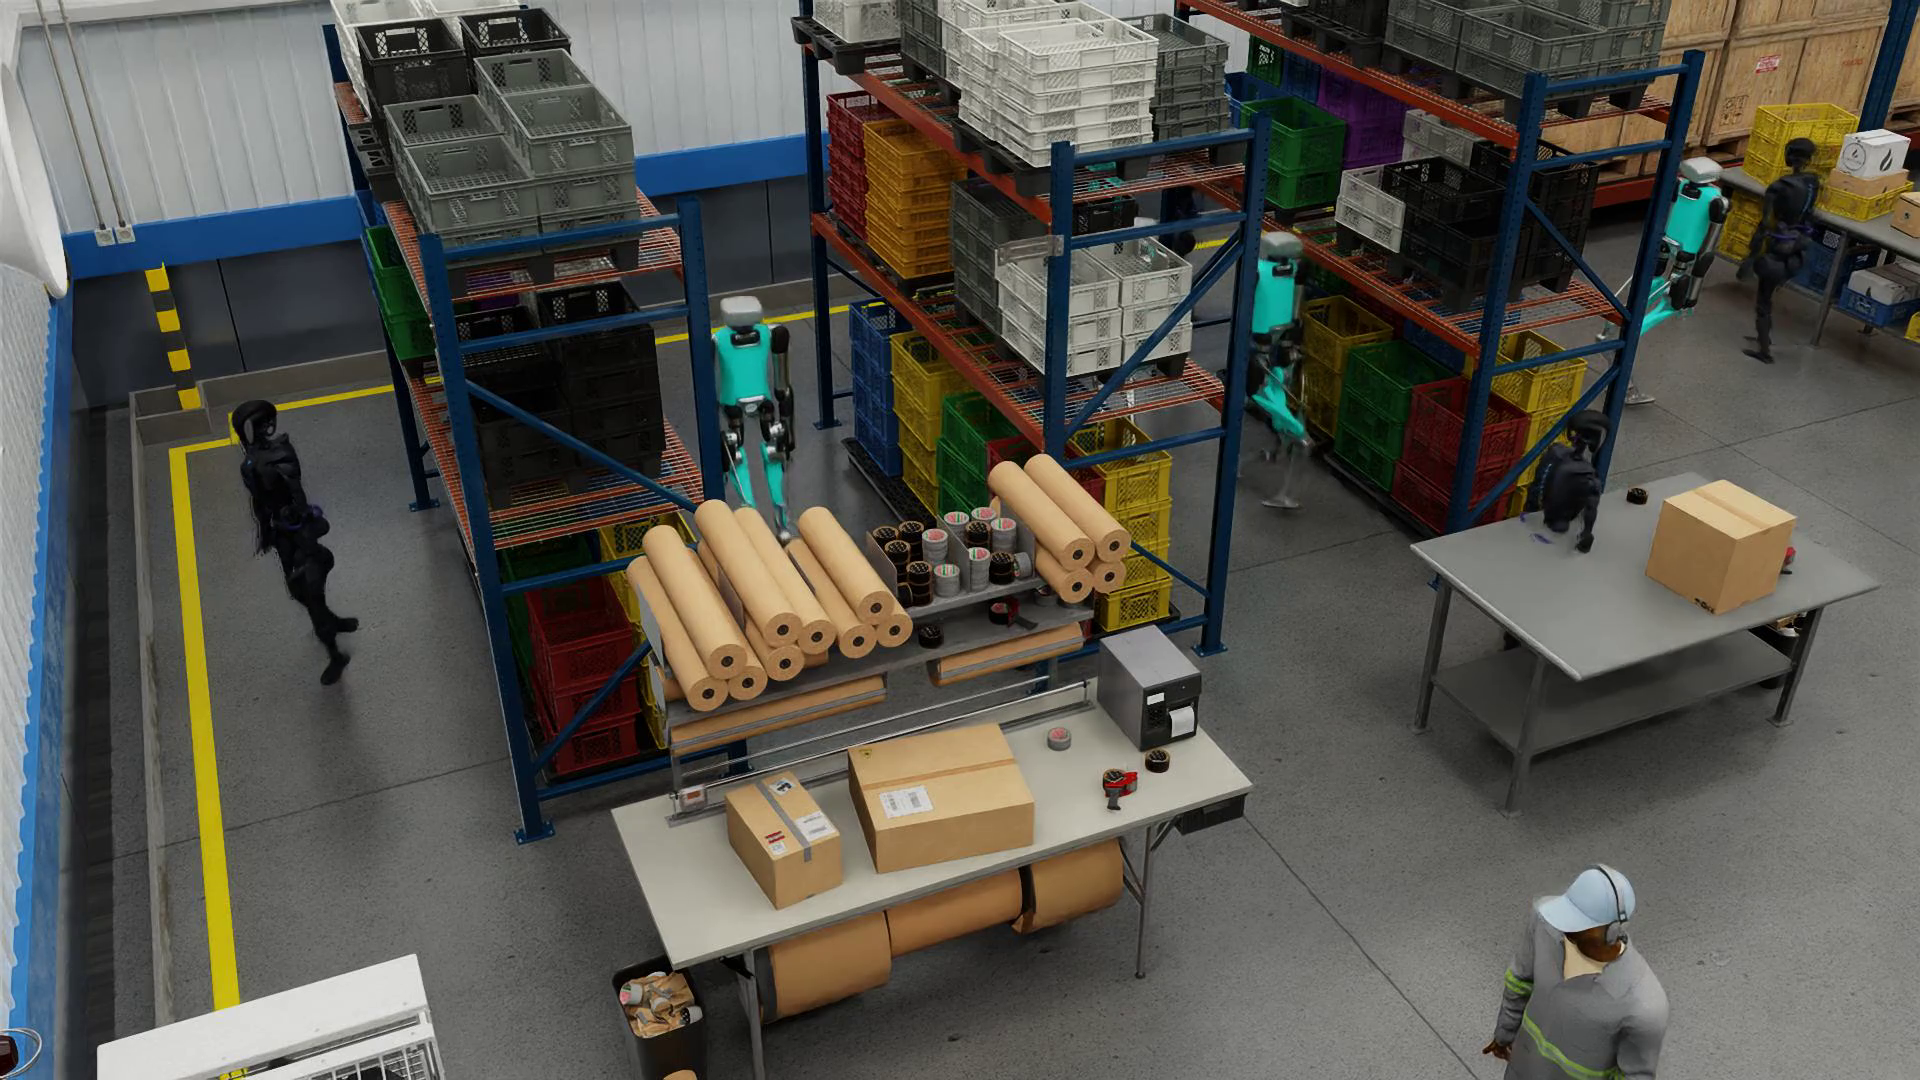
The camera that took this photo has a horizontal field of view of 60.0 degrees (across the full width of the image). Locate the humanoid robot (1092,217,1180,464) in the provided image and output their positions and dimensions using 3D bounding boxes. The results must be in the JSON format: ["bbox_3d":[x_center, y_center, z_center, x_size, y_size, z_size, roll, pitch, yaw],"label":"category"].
[{"bbox_3d":[1.050,-1.300,10.560,0.533,1.671,0.735,-2,32,-4],"label":"humanoid robot"}]

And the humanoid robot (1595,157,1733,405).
[{"bbox_3d":[4.671,-1.728,11.279,0.737,1.692,0.530,-10,33,-16],"label":"humanoid robot"}]

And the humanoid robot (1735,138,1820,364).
[{"bbox_3d":[5.928,-2.095,12.041,0.584,1.645,0.424,-16,35,-24],"label":"humanoid robot"}]

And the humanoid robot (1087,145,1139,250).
[{"bbox_3d":[0.930,-2.035,11.926,0.545,1.849,0.658,18,36,26],"label":"humanoid robot"}]

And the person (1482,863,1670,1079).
[{"bbox_3d":[1.974,1.797,5.541,0.398,1.850,0.596,-13,34,-20],"label":"person"}]

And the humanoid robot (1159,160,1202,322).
[{"bbox_3d":[1.574,-2.360,12.469,0.621,1.639,0.609,-5,32,-8],"label":"humanoid robot"}]

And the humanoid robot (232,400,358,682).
[{"bbox_3d":[-3.429,-0.030,8.681,0.608,1.648,0.447,27,41,36],"label":"humanoid robot"}]

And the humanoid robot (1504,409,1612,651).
[{"bbox_3d":[2.983,0.082,8.506,0.398,1.640,0.608,-7,32,-11],"label":"humanoid robot"}]

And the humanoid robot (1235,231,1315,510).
[{"bbox_3d":[2.008,-0.953,10.144,0.588,1.740,1.032,-19,36,-28],"label":"humanoid robot"}]

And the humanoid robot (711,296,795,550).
[{"bbox_3d":[-1.106,-0.419,9.279,0.540,1.801,0.810,-13,34,-20],"label":"humanoid robot"}]
